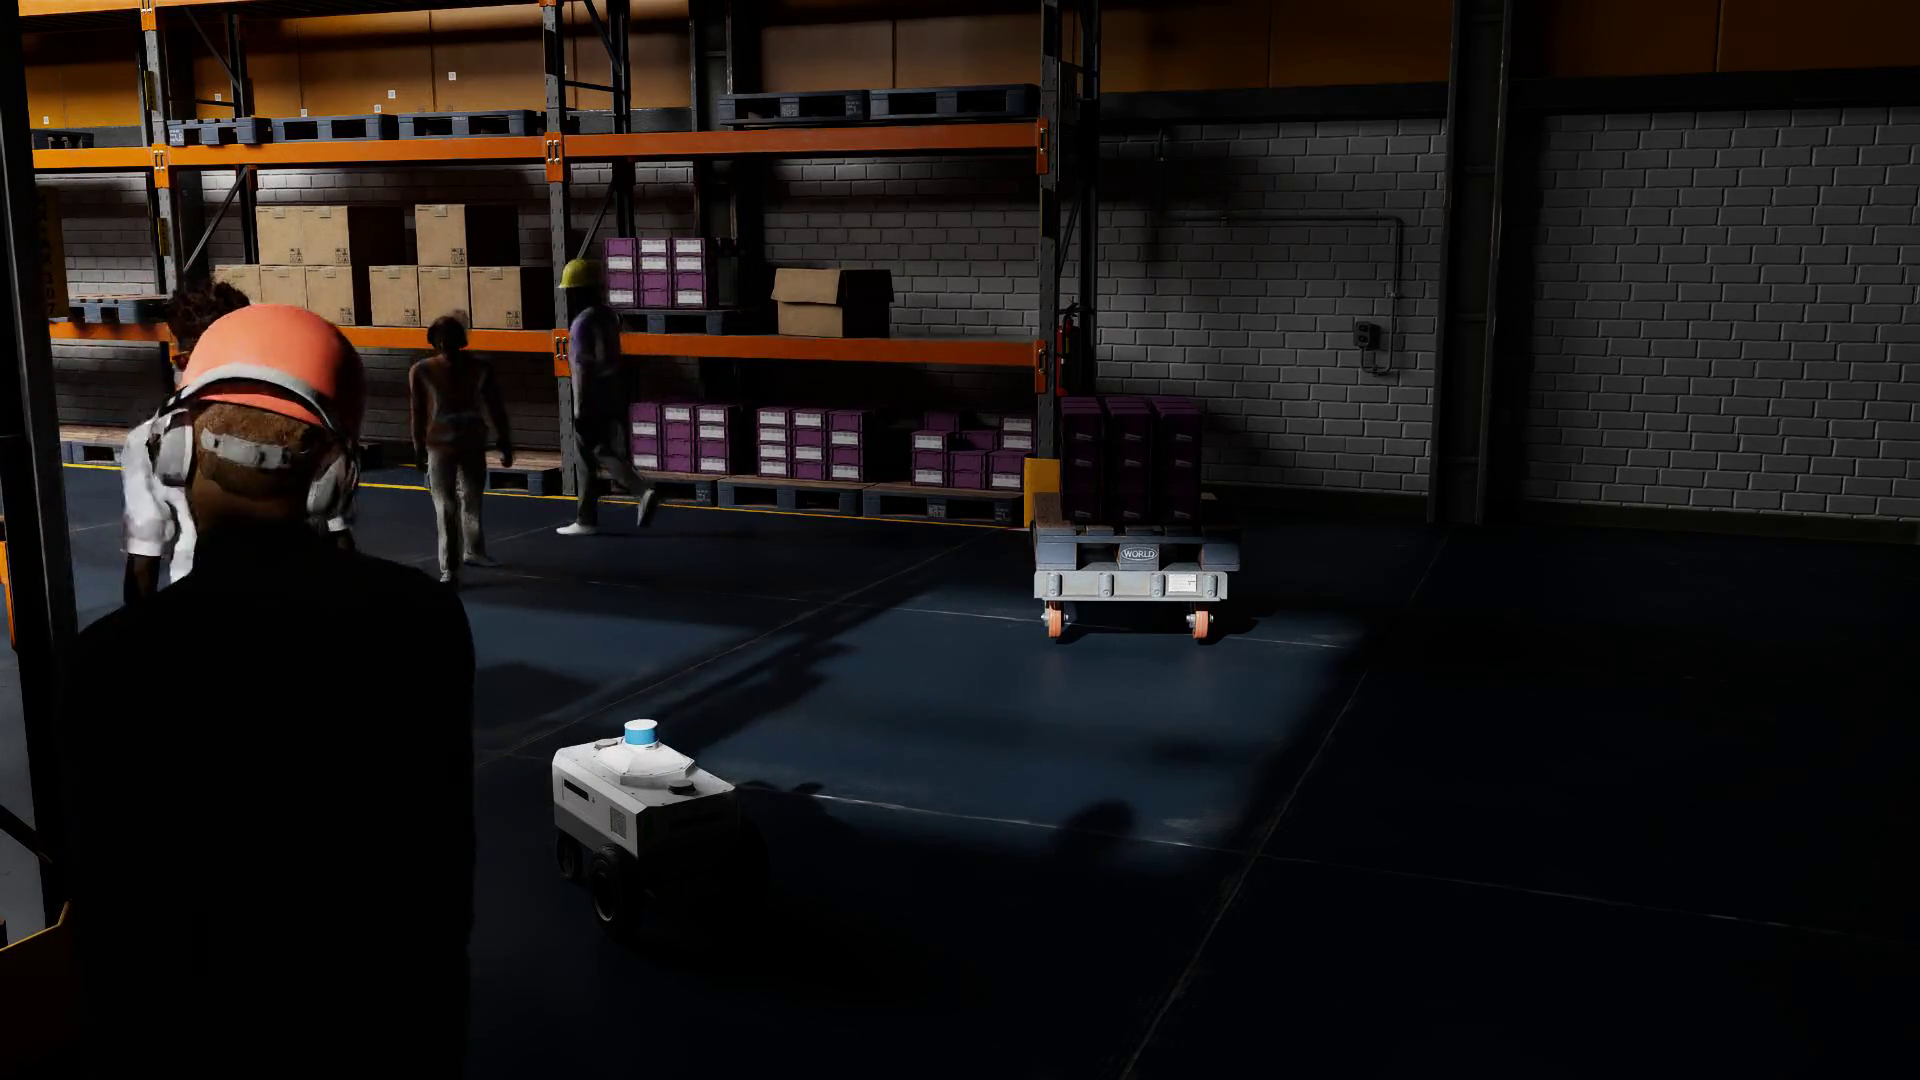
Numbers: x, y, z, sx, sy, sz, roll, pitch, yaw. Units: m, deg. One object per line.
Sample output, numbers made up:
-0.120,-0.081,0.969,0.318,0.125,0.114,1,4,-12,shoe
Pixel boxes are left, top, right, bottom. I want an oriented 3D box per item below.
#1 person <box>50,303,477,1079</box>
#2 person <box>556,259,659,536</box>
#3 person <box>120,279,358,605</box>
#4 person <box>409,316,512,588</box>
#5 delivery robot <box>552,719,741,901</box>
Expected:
-0.845,0.683,2.120,0.510,1.945,0.687,5,11,26,person
-2.450,-0.959,11.357,0.627,1.907,0.615,2,10,13,person
-2.053,0.230,4.737,0.626,1.906,0.998,-9,13,-40,person
-2.980,-0.543,9.955,0.567,1.584,0.801,-6,12,-30,person
-0.973,0.795,5.109,0.477,0.478,0.707,-7,13,-36,delivery robot
